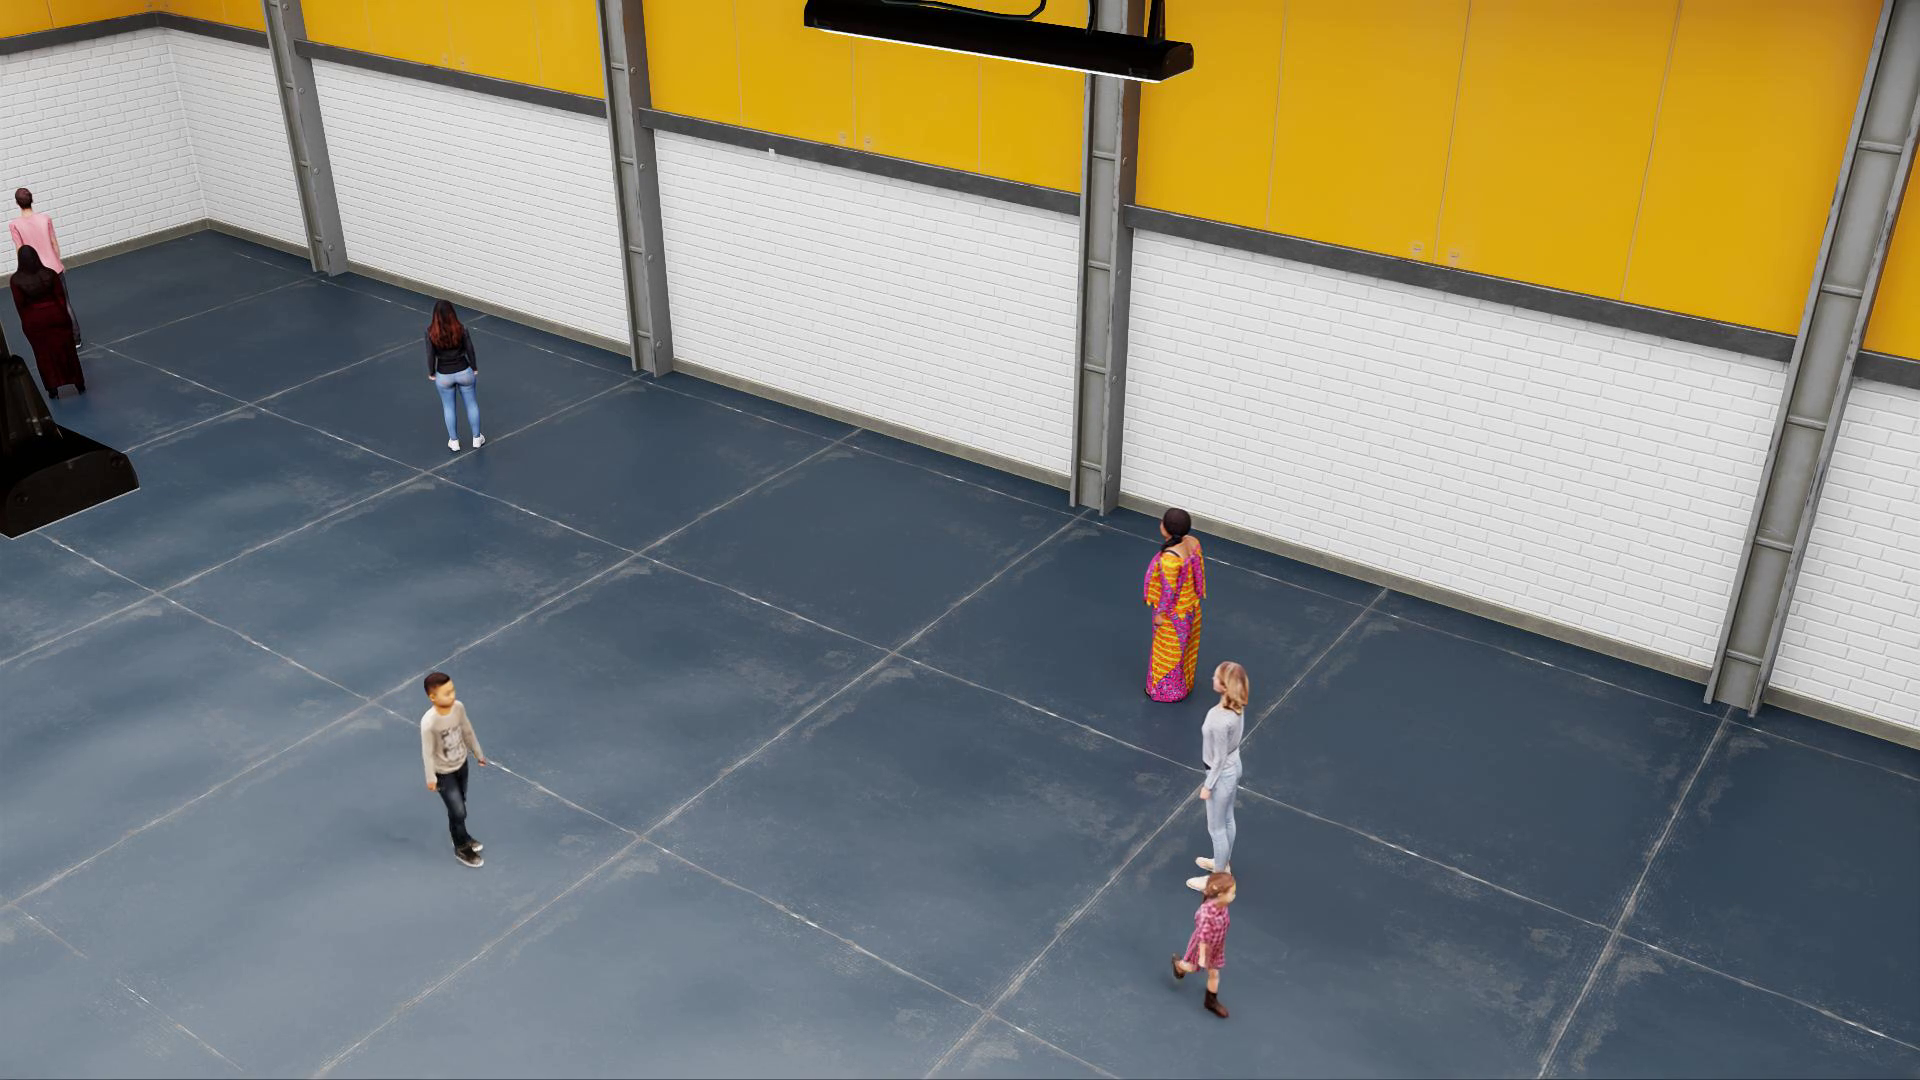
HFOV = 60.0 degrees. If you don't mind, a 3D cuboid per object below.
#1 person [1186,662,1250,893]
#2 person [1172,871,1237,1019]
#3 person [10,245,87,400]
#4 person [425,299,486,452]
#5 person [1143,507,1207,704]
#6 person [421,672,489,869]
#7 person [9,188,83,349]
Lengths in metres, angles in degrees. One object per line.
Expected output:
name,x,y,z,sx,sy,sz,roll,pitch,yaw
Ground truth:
person,1.741,1.568,11.047,0.568,1.796,0.626,12,31,21
person,1.498,2.457,10.245,0.533,1.002,0.737,-21,35,-33
person,-10.099,-2.415,18.390,0.738,1.757,0.717,-19,34,-30
person,-5.240,-1.719,17.242,0.728,1.634,0.761,-8,30,-15
person,1.670,0.479,13.163,0.658,1.681,0.652,16,32,26
person,-3.561,1.541,11.448,0.664,1.459,0.635,12,31,21
person,-10.791,-3.179,19.580,0.670,1.958,0.598,-25,37,-38
